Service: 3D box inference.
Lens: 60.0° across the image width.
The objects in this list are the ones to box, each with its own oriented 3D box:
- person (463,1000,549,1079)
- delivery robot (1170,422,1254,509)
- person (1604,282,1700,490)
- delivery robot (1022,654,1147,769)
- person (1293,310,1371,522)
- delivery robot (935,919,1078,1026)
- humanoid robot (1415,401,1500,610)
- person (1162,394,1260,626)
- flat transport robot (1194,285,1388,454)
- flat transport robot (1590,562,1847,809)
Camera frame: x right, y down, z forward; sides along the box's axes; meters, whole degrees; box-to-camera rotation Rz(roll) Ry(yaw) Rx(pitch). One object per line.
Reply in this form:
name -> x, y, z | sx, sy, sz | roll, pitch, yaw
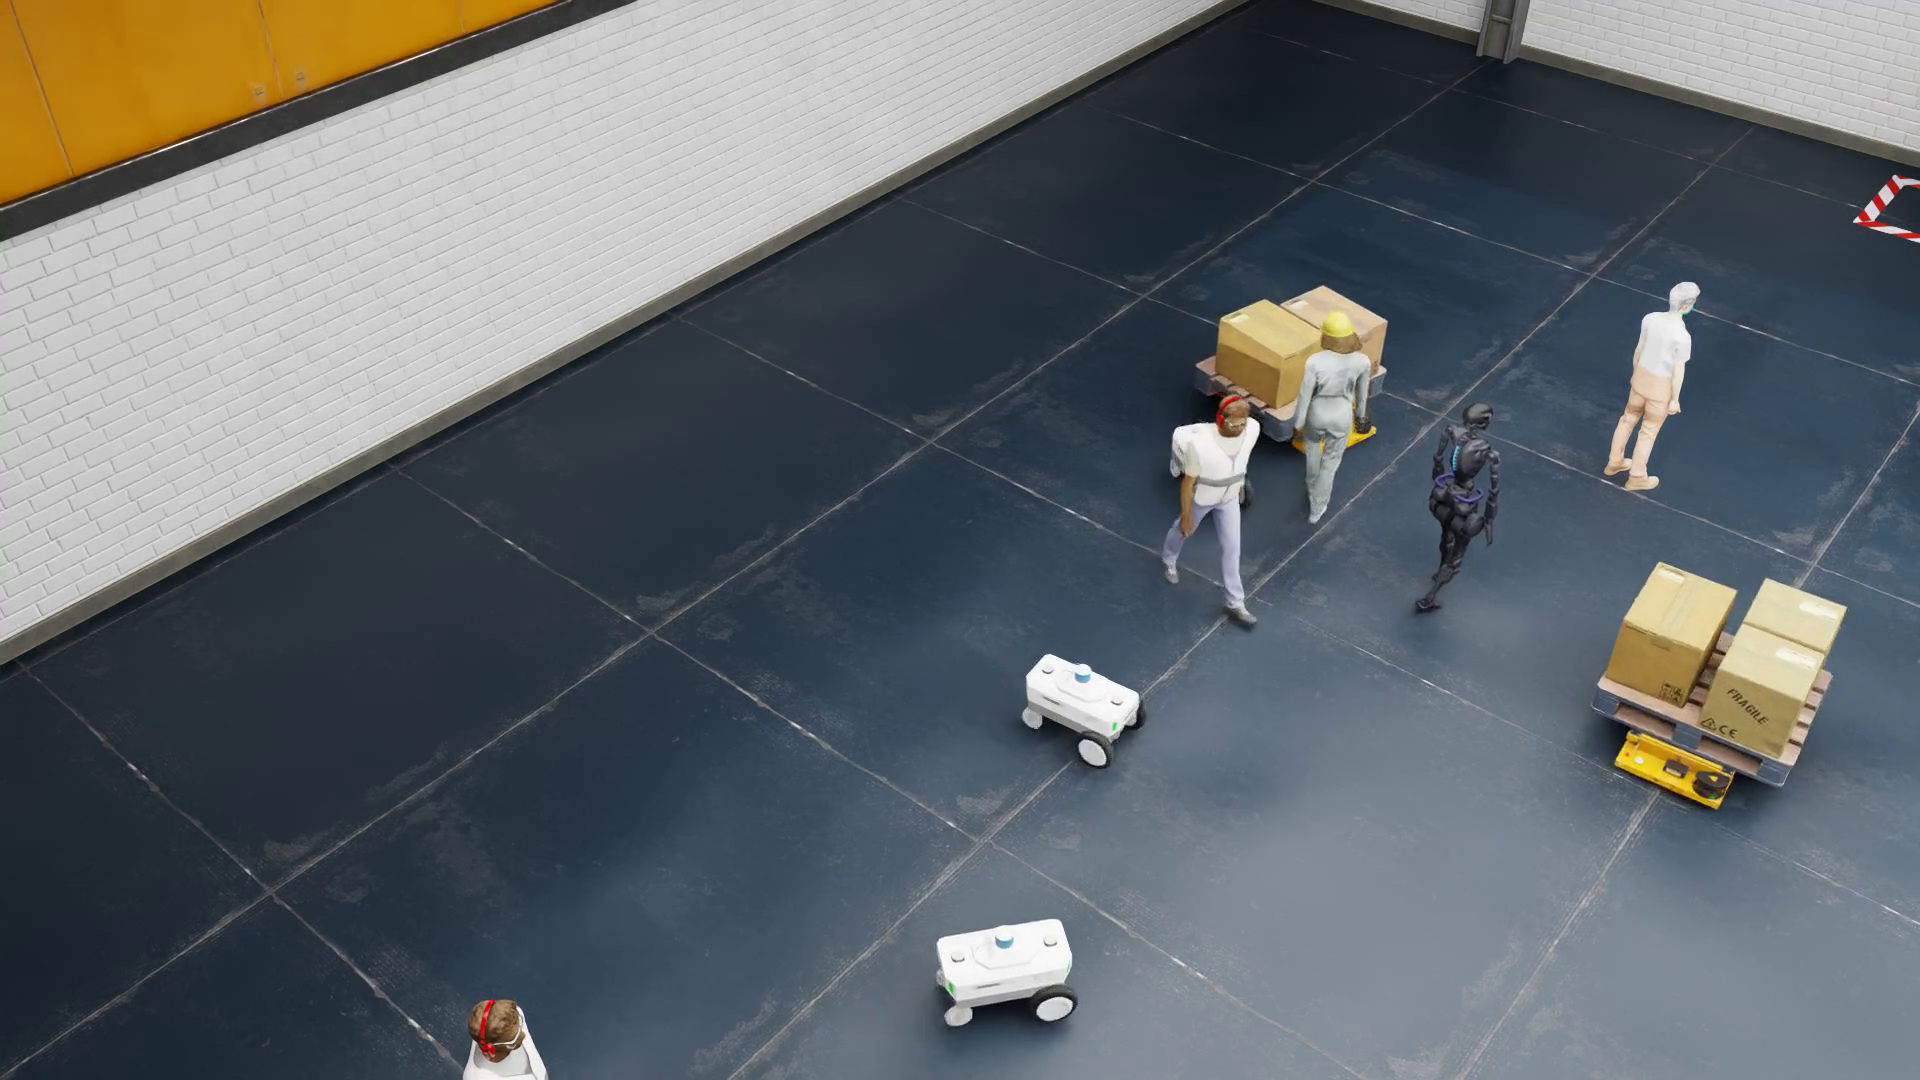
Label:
person -> -2.036, 2.712, 7.663 | 0.390, 1.845, 0.563 | -1, 39, -1
delivery robot -> 1.902, -0.562, 12.749 | 0.499, 0.586, 0.773 | -11, 40, -13
person -> 5.249, -1.165, 12.561 | 0.320, 1.738, 0.483 | -15, 41, -18
delivery robot -> 0.801, 1.064, 10.741 | 0.784, 0.599, 0.499 | 23, 44, 26
person -> 2.732, -0.949, 12.303 | 0.516, 1.710, 0.572 | 6, 39, 7
delivery robot -> 0.262, 2.352, 9.154 | 0.815, 0.614, 0.499 | -7, 39, -9
humanoid robot -> 3.467, -0.258, 11.498 | 0.612, 1.638, 0.591 | -22, 44, -25
person -> 1.738, -0.289, 11.442 | 0.599, 1.788, 0.929 | -18, 42, -21
flat transport robot -> 2.683, -1.152, 13.716 | 0.659, 0.231, 1.431 | -25, 45, -28
flat transport robot -> 4.851, 1.140, 10.871 | 0.659, 0.231, 1.431 | 24, 45, 27
